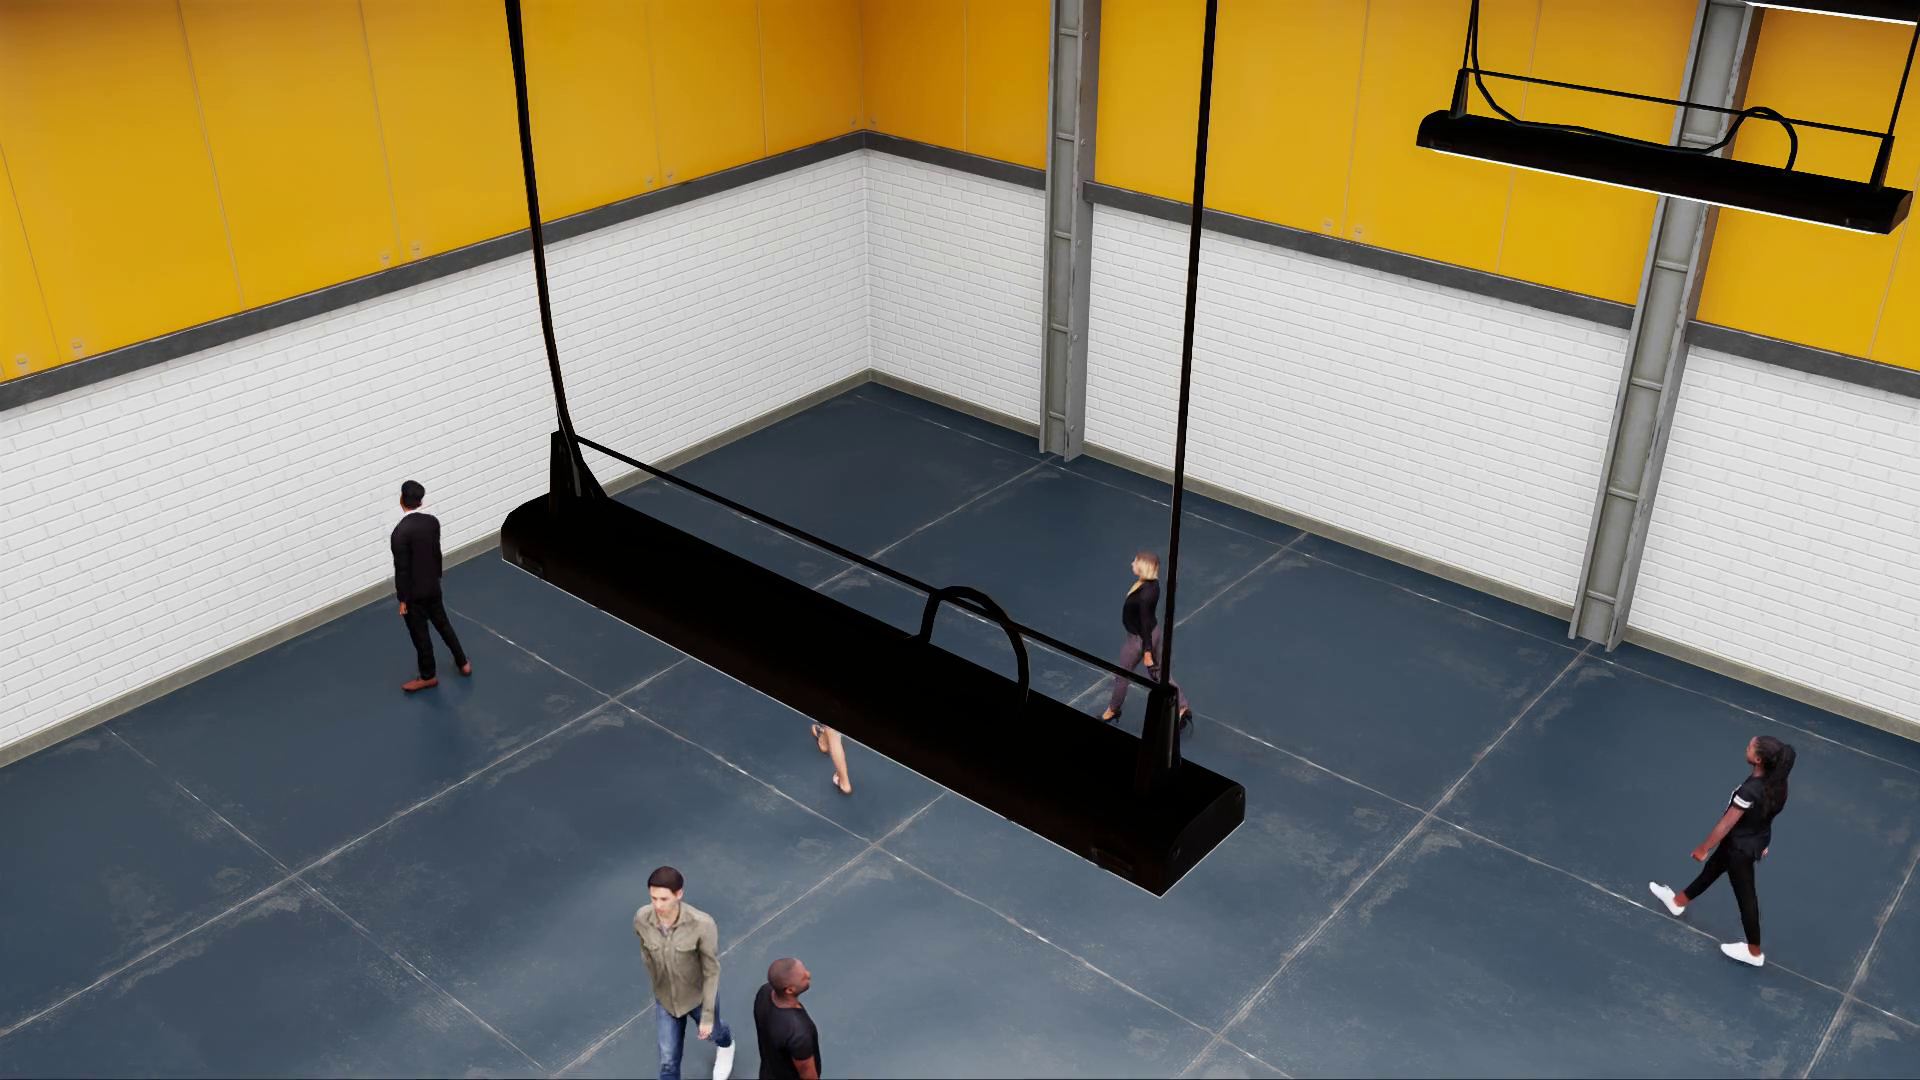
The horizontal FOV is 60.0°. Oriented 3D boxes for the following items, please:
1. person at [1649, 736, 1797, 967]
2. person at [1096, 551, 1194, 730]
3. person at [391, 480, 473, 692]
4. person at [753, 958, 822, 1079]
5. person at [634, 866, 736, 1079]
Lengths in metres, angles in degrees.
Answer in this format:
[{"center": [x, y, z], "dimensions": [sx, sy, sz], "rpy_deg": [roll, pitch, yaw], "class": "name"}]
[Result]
[{"center": [5.244, 2.079, 10.968], "dimensions": [0.721, 1.694, 1.127], "rpy_deg": [-24, 37, -37], "class": "person"}, {"center": [1.561, 0.861, 13.269], "dimensions": [1.117, 1.629, 0.869], "rpy_deg": [9, 30, 16], "class": "person"}, {"center": [-4.518, 0.413, 13.855], "dimensions": [0.863, 1.854, 0.872], "rpy_deg": [2, 29, 4], "class": "person"}, {"center": [-0.929, 3.013, 9.125], "dimensions": [0.796, 1.819, 0.636], "rpy_deg": [-15, 32, -26], "class": "person"}, {"center": [-1.566, 2.624, 9.833], "dimensions": [1.233, 1.825, 1.140], "rpy_deg": [5, 29, 9], "class": "person"}]
